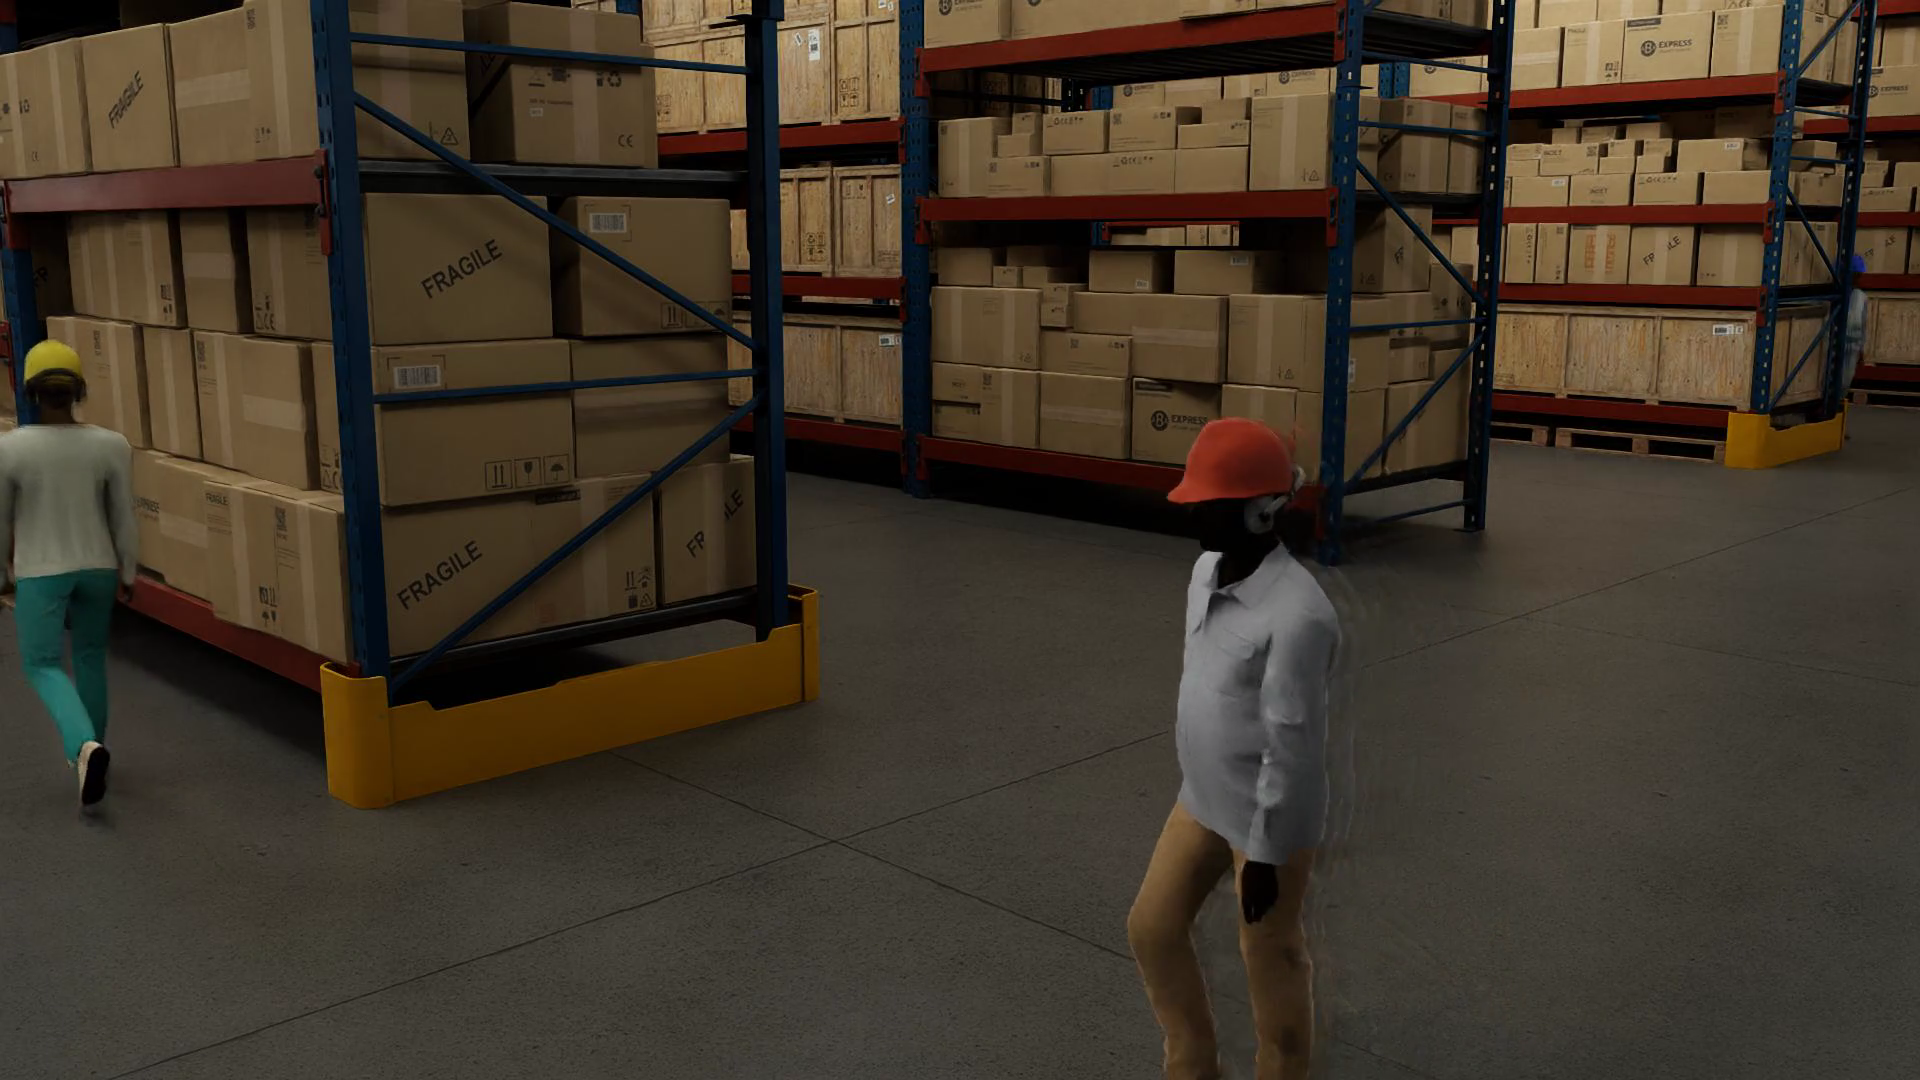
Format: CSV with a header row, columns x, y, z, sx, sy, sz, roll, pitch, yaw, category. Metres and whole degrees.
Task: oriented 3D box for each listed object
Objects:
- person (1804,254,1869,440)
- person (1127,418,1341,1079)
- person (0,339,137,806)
x,y,z,sx,sy,sz,roll,pitch,yaw,category
9.214,-2.008,17.378,0.634,1.932,0.428,-4,11,-19,person
0.568,0.593,3.724,0.554,1.731,0.596,-3,11,-18,person
-3.363,0.117,6.292,0.723,1.744,0.524,10,14,42,person
